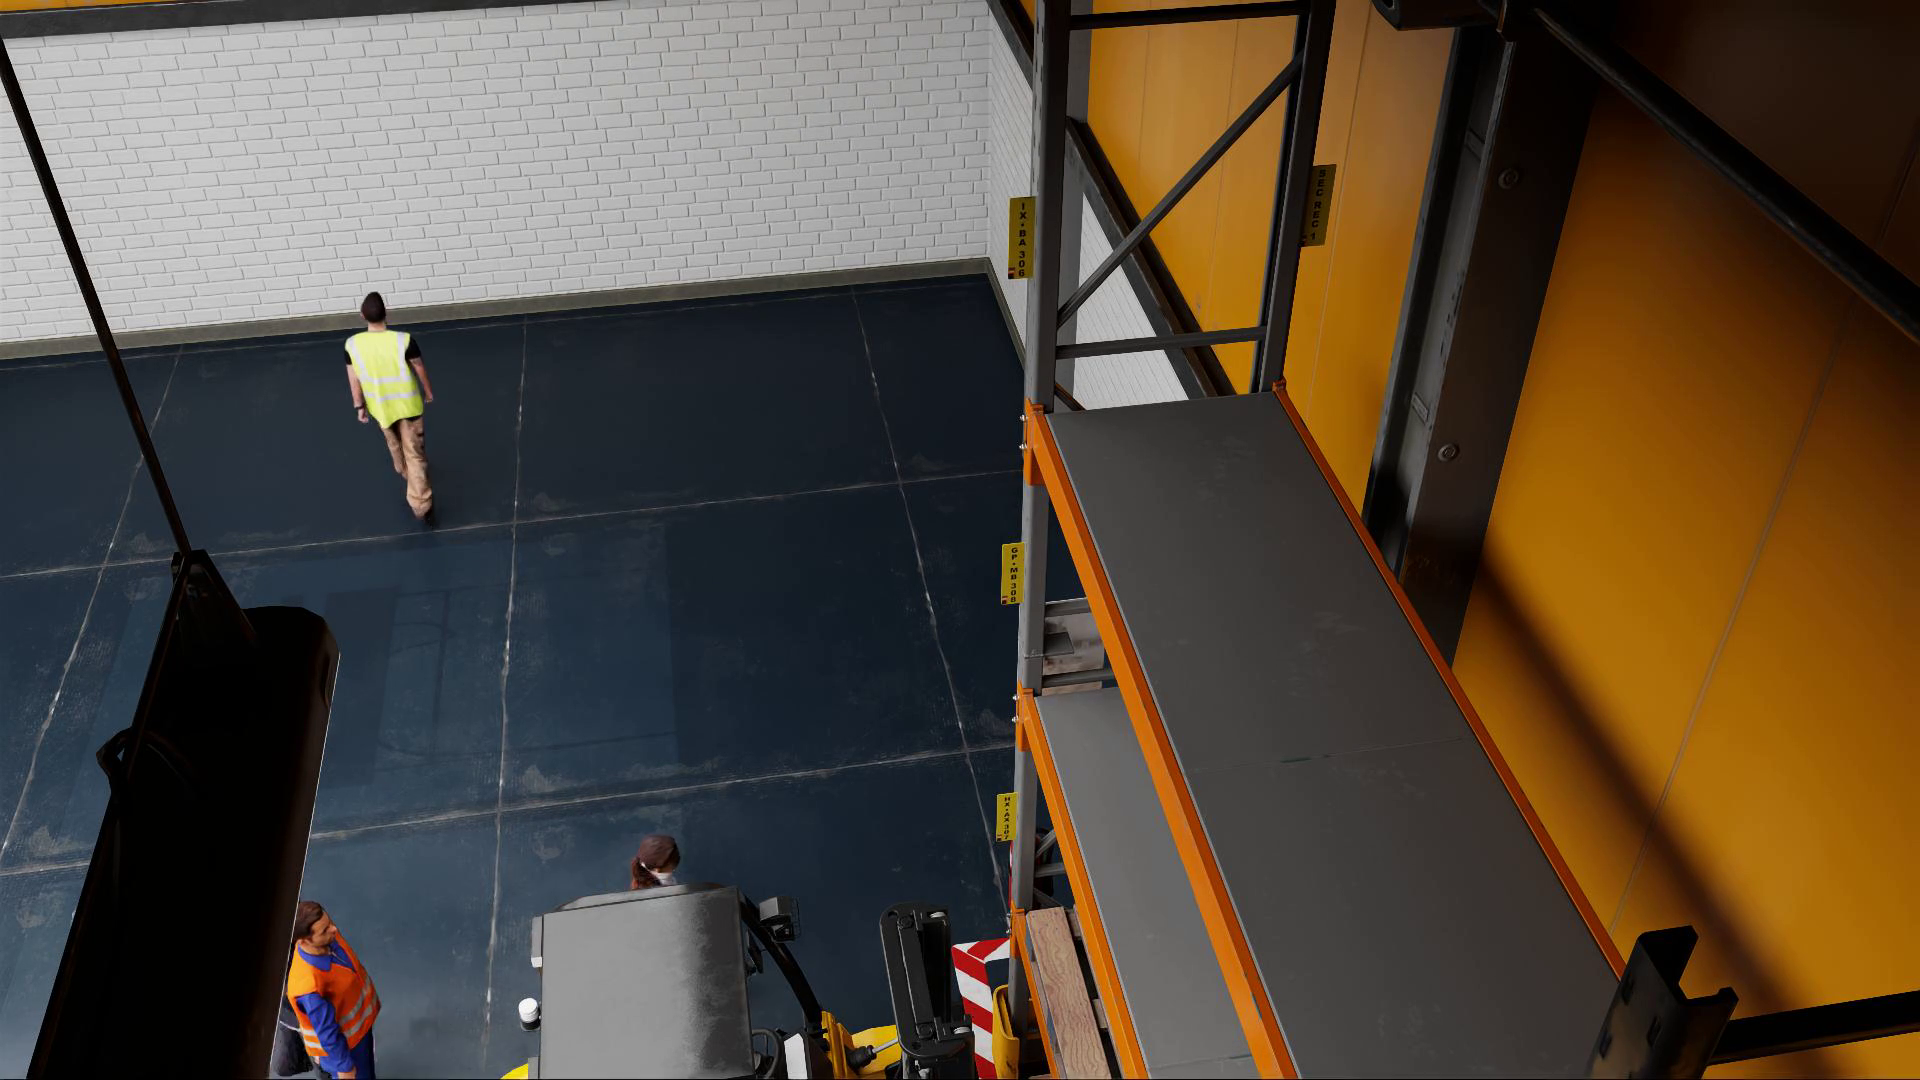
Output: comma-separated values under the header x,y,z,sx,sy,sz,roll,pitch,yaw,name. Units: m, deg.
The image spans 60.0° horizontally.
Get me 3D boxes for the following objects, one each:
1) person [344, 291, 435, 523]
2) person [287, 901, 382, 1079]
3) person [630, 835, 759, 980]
x,y,z,sx,sy,sz,roll,pitch,yaw,name
-4.200,-0.955,12.388,0.721,1.805,1.145,-5,39,-6,person
-3.025,2.394,8.149,0.753,1.862,0.534,-8,39,-10,person
-1.629,2.146,8.745,0.773,1.505,1.083,-16,41,-19,person
